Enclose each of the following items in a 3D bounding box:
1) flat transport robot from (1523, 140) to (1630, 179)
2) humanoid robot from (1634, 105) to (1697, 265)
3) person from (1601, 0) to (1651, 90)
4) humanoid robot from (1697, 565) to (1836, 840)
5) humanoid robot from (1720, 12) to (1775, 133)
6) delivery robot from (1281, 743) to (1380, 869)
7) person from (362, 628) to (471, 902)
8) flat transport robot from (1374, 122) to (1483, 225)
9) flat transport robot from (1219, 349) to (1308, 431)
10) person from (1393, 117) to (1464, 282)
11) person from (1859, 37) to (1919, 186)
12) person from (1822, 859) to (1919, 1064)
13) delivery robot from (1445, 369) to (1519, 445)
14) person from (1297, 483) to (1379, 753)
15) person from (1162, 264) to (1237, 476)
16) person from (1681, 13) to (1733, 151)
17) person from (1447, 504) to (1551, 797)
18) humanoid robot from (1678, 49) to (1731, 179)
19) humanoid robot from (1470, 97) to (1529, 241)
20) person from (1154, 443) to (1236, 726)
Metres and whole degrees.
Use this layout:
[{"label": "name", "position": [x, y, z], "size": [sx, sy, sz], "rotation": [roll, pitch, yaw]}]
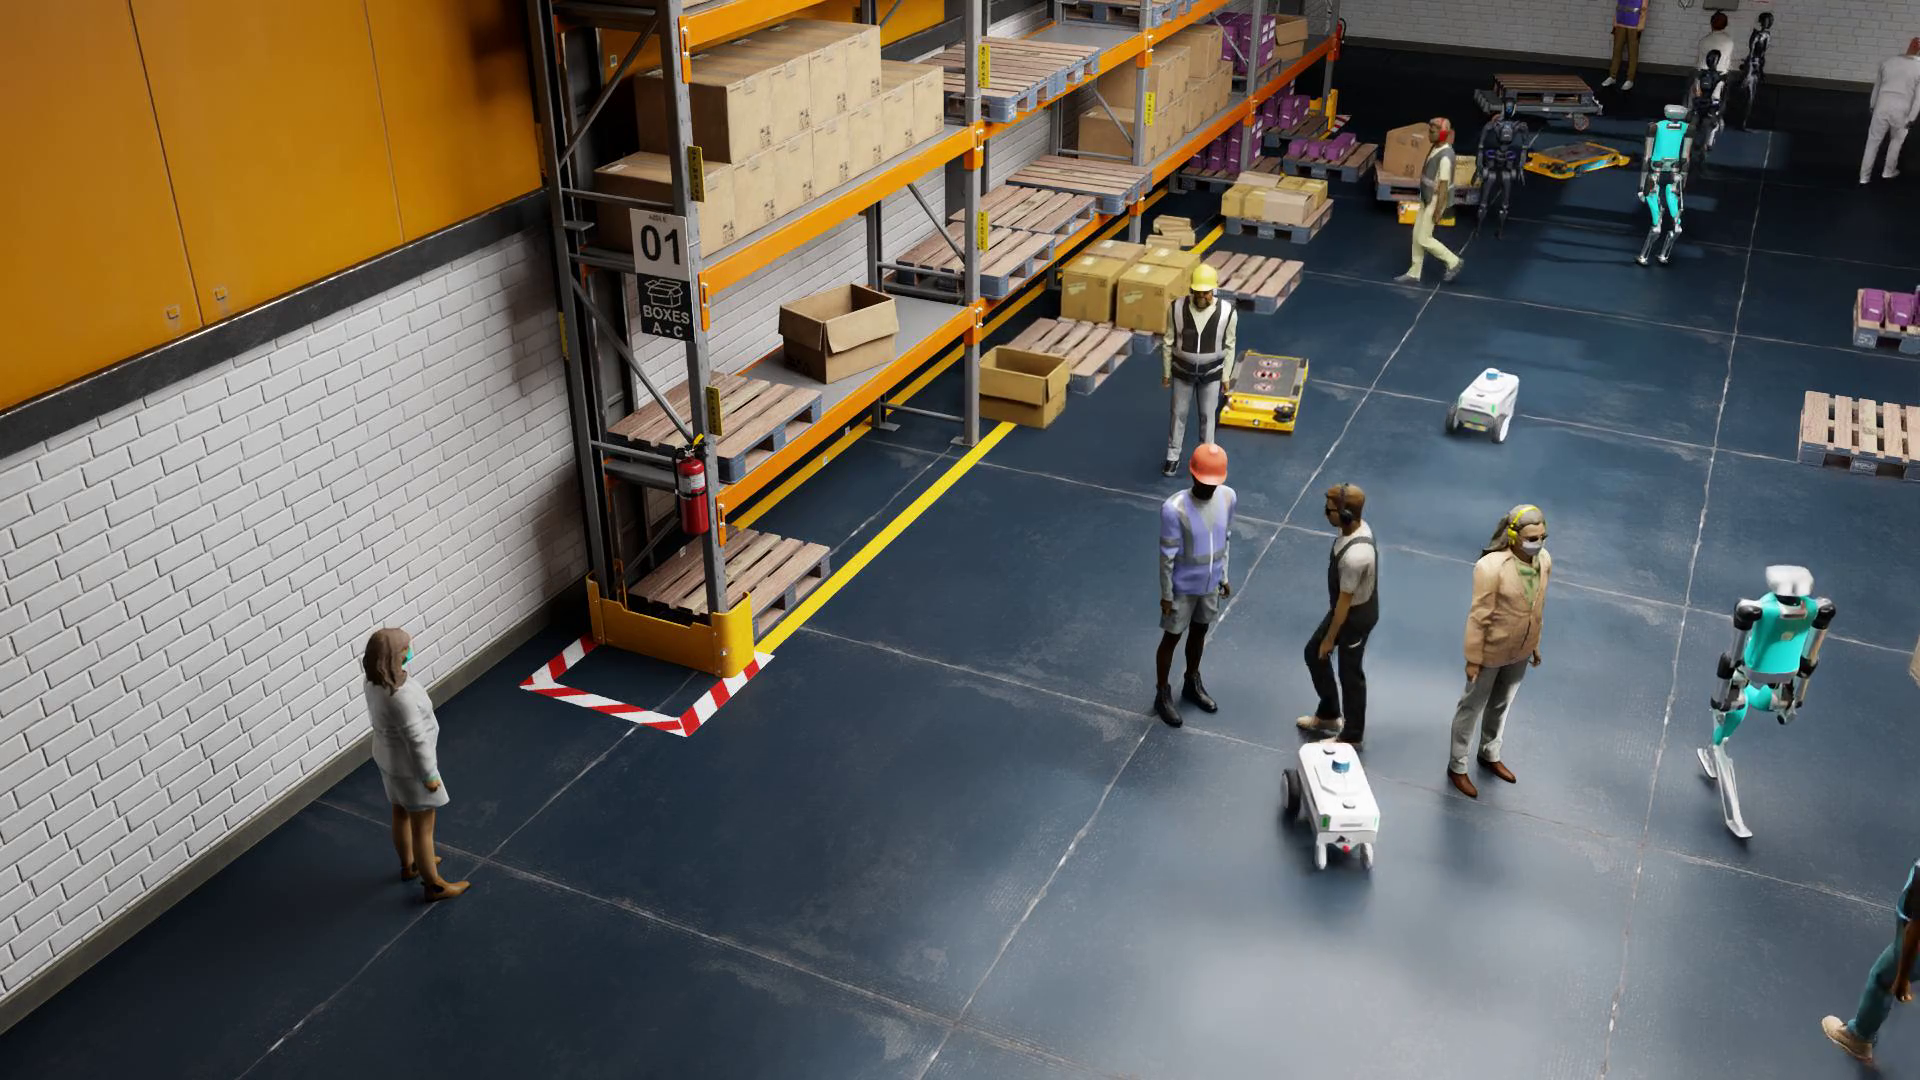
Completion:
[{"label": "flat transport robot", "position": [8.172, -5.049, 22.091], "size": [1.431, 0.231, 0.659], "rotation": [-17, 33, -29]}, {"label": "humanoid robot", "position": [7.754, -3.847, 18.214], "size": [0.530, 1.690, 0.747], "rotation": [1, 28, 2]}, {"label": "person", "position": [10.393, -7.997, 25.822], "size": [0.442, 1.923, 0.533], "rotation": [-20, 34, -32]}, {"label": "humanoid robot", "position": [4.570, 0.819, 9.716], "size": [0.540, 1.760, 1.042], "rotation": [0, 28, 1]}, {"label": "humanoid robot", "position": [11.166, -6.655, 23.594], "size": [0.597, 1.636, 0.616], "rotation": [25, 37, 38]}, {"label": "delivery robot", "position": [2.179, 1.503, 9.631], "size": [0.499, 0.586, 0.765], "rotation": [0, 28, -1]}, {"label": "person", "position": [-2.977, 1.205, 9.025], "size": [0.340, 1.661, 0.487], "rotation": [-23, 36, -36]}, {"label": "flat transport robot", "position": [5.709, -4.176, 20.471], "size": [0.659, 0.231, 1.431], "rotation": [5, 29, 9]}, {"label": "flat transport robot", "position": [2.814, -1.388, 15.302], "size": [0.659, 0.231, 1.431], "rotation": [8, 29, 14]}, {"label": "person", "position": [5.087, -3.605, 17.770], "size": [0.618, 1.826, 0.567], "rotation": [2, 28, 3]}, {"label": "person", "position": [11.933, -5.481, 21.209], "size": [0.673, 1.855, 0.909], "rotation": [24, 37, 37]}, {"label": "person", "position": [4.487, 1.906, 7.580], "size": [0.558, 1.829, 0.986], "rotation": [-2, 28, -4]}, {"label": "delivery robot", "position": [4.640, -1.198, 14.668], "size": [0.499, 0.614, 0.796], "rotation": [17, 33, 29]}, {"label": "person", "position": [2.326, 0.492, 10.176], "size": [0.538, 1.819, 0.545], "rotation": [4, 29, 6]}, {"label": "person", "position": [1.944, -1.383, 13.645], "size": [0.589, 1.833, 0.404], "rotation": [4, 29, 8]}, {"label": "person", "position": [10.272, -6.316, 22.855], "size": [0.529, 1.780, 0.998], "rotation": [-3, 28, -5]}, {"label": "person", "position": [3.203, 0.629, 9.871], "size": [0.554, 1.877, 0.404], "rotation": [-13, 31, -22]}, {"label": "humanoid robot", "position": [9.570, -5.484, 21.415], "size": [0.598, 1.652, 0.319], "rotation": [20, 34, 32]}, {"label": "humanoid robot", "position": [6.223, -4.279, 19.172], "size": [0.609, 1.650, 0.303], "rotation": [3, 28, 5]}, {"label": "person", "position": [1.495, 0.263, 10.488], "size": [0.545, 1.934, 0.372], "rotation": [-15, 32, -26]}]
